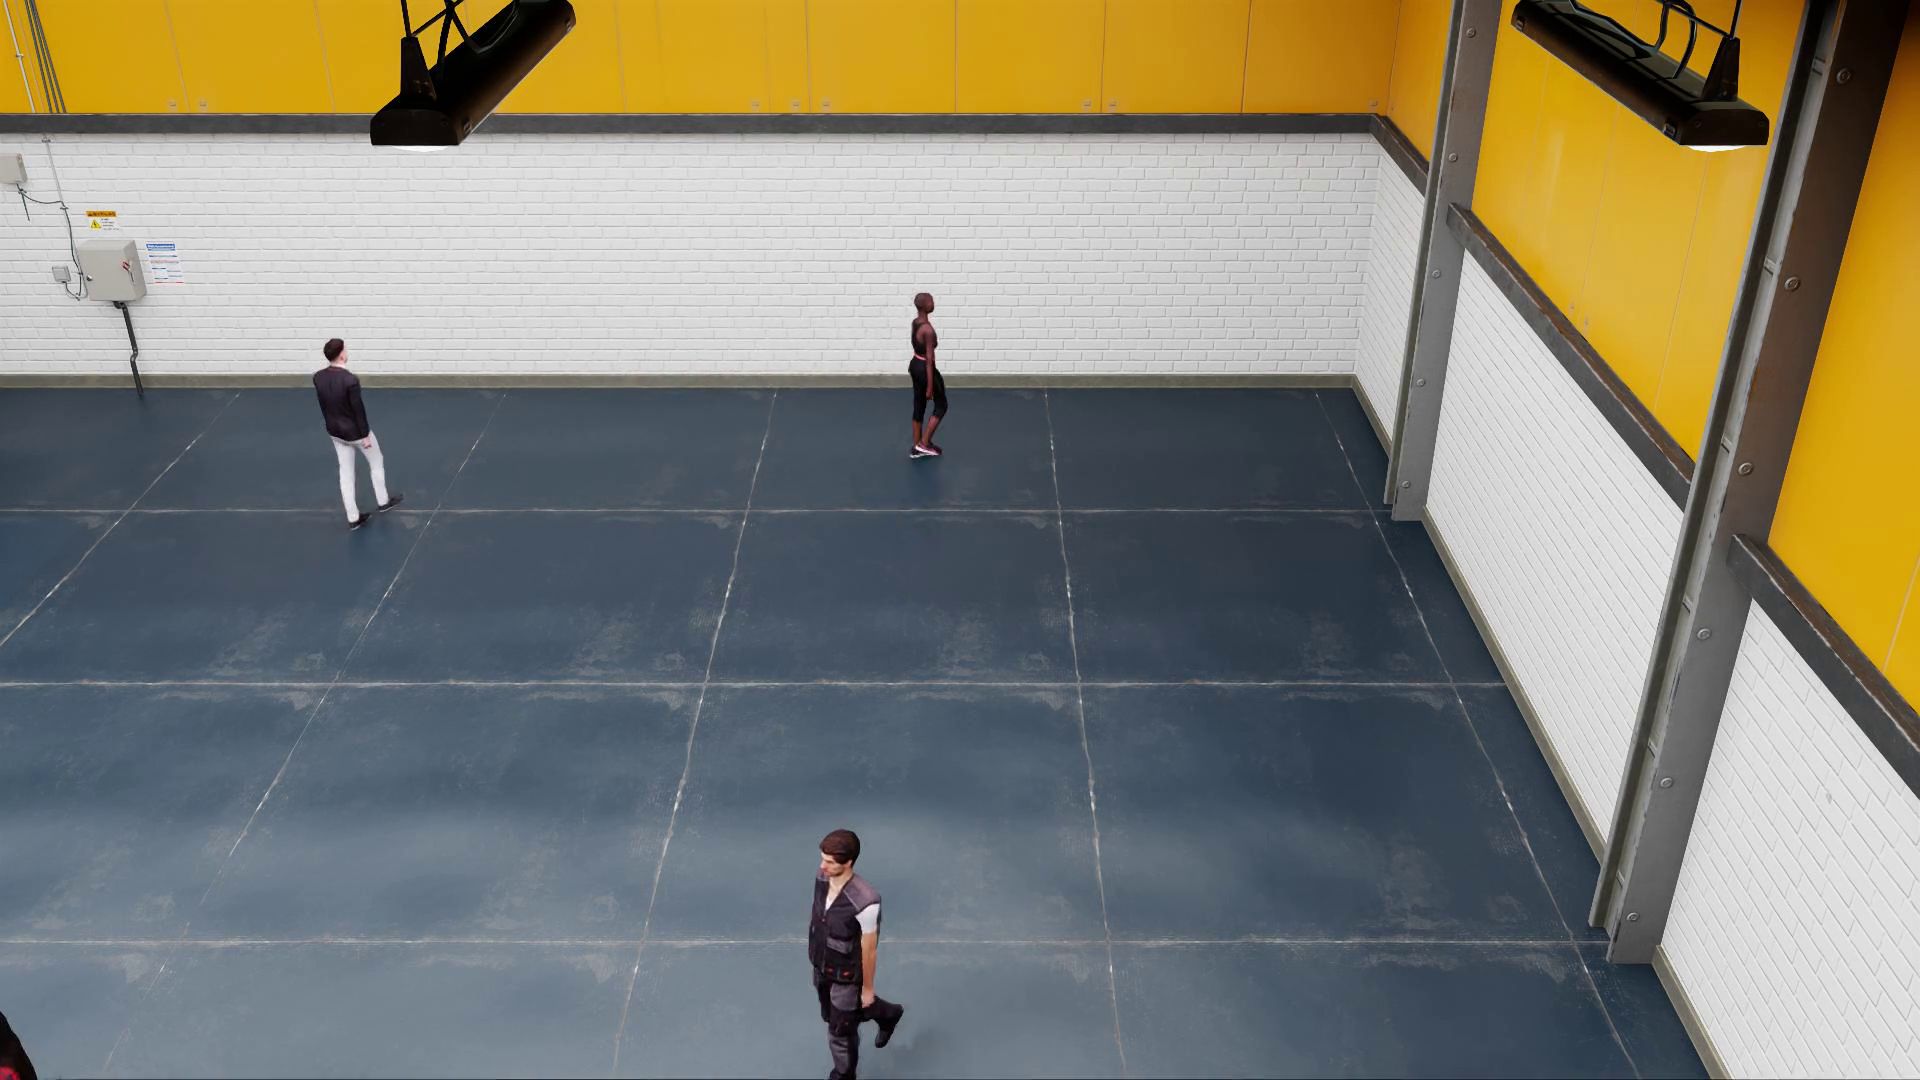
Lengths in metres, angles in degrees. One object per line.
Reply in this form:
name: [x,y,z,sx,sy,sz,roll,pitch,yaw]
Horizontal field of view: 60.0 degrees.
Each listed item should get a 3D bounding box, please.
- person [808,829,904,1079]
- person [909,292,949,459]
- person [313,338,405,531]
person: [-0.569,2.340,9.264,1.062,1.831,1.031,-23,36,-35]
person: [-0.445,-1.616,16.601,0.774,1.750,0.684,-14,32,-25]
person: [-5.673,-0.942,15.283,0.844,1.828,0.980,9,30,16]
